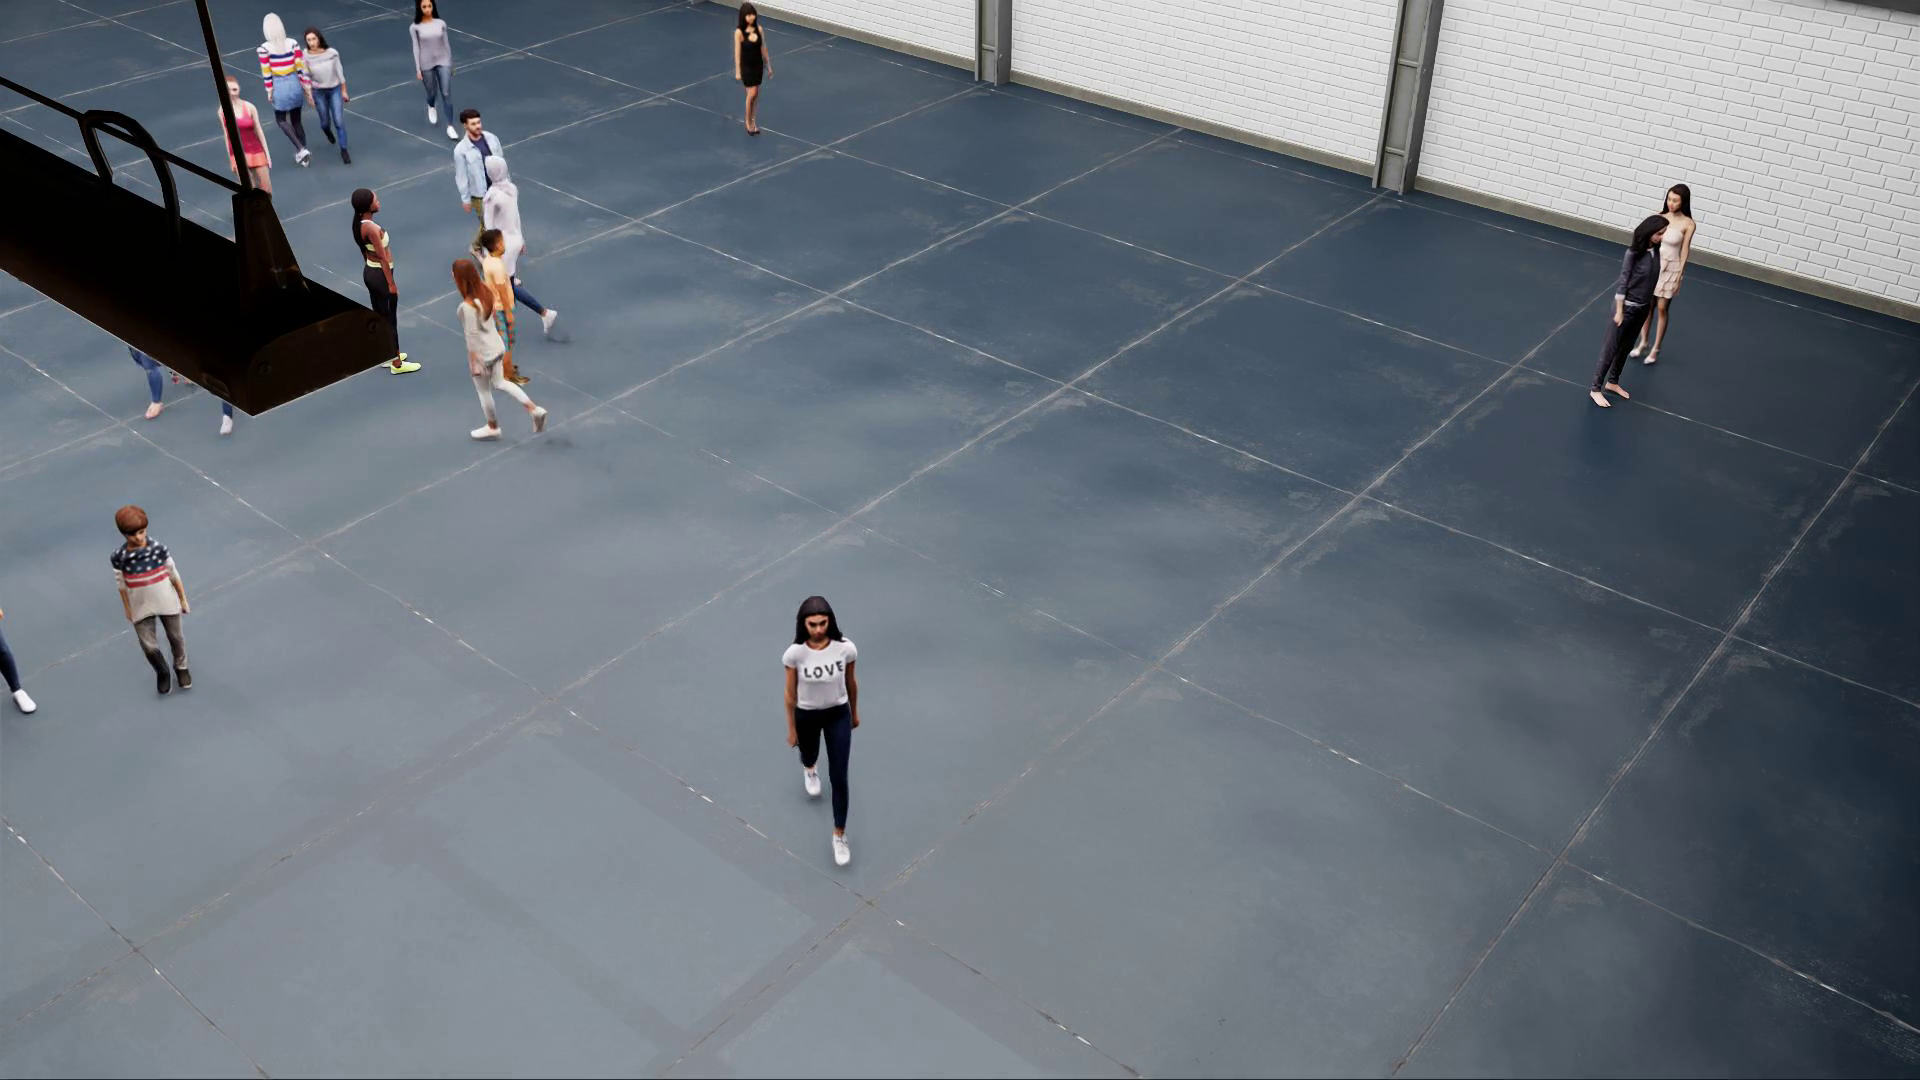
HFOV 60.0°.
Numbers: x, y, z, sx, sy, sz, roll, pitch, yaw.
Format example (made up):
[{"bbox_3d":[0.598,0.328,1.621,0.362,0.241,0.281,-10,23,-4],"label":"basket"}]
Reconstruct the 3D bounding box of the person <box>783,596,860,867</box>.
[{"bbox_3d":[-0.856,1.040,10.036,1.046,1.737,1.181,-6,34,-9],"label":"person"}]

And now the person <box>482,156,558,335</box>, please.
[{"bbox_3d":[-4.217,-2.736,15.701,1.135,1.755,0.885,11,35,16],"label":"person"}]

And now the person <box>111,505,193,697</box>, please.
[{"bbox_3d":[-5.501,0.370,11.317,0.605,1.435,0.598,-17,37,-23],"label":"person"}]

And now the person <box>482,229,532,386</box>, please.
[{"bbox_3d":[-4.156,-2.107,15.026,0.685,1.455,0.555,-15,36,-21],"label":"person"}]

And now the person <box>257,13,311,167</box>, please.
[{"bbox_3d":[-7.818,-5.204,19.377,0.719,1.798,0.778,-25,41,-33],"label":"person"}]

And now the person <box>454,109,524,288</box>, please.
[{"bbox_3d":[-4.831,-3.492,16.821,1.172,1.775,0.726,21,39,29],"label":"person"}]

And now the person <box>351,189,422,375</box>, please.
[{"bbox_3d":[-5.290,-2.357,15.131,0.648,1.755,0.497,-26,41,-33],"label":"person"}]

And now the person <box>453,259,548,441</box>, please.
[{"bbox_3d":[-3.909,-1.570,14.011,1.031,1.685,0.870,7,34,10],"label":"person"}]

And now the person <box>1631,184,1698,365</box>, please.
[{"bbox_3d":[6.479,-2.449,15.288,0.670,1.735,0.511,-24,41,-32],"label":"person"}]

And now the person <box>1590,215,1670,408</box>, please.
[{"bbox_3d":[5.903,-2.048,14.660,0.652,1.761,0.613,-20,38,-27],"label":"person"}]

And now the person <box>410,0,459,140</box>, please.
[{"bbox_3d":[-6.461,-5.817,20.374,0.834,1.714,1.025,-17,37,-24],"label":"person"}]

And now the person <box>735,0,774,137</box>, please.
[{"bbox_3d":[-2.599,-5.786,20.395,0.618,1.638,0.625,-26,41,-33],"label":"person"}]

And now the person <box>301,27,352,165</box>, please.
[{"bbox_3d":[-7.493,-5.281,19.657,0.842,1.616,0.992,-15,37,-22],"label":"person"}]

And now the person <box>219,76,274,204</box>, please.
[{"bbox_3d":[-7.592,-4.092,17.750,0.748,1.745,0.827,-10,35,-15],"label":"person"}]
